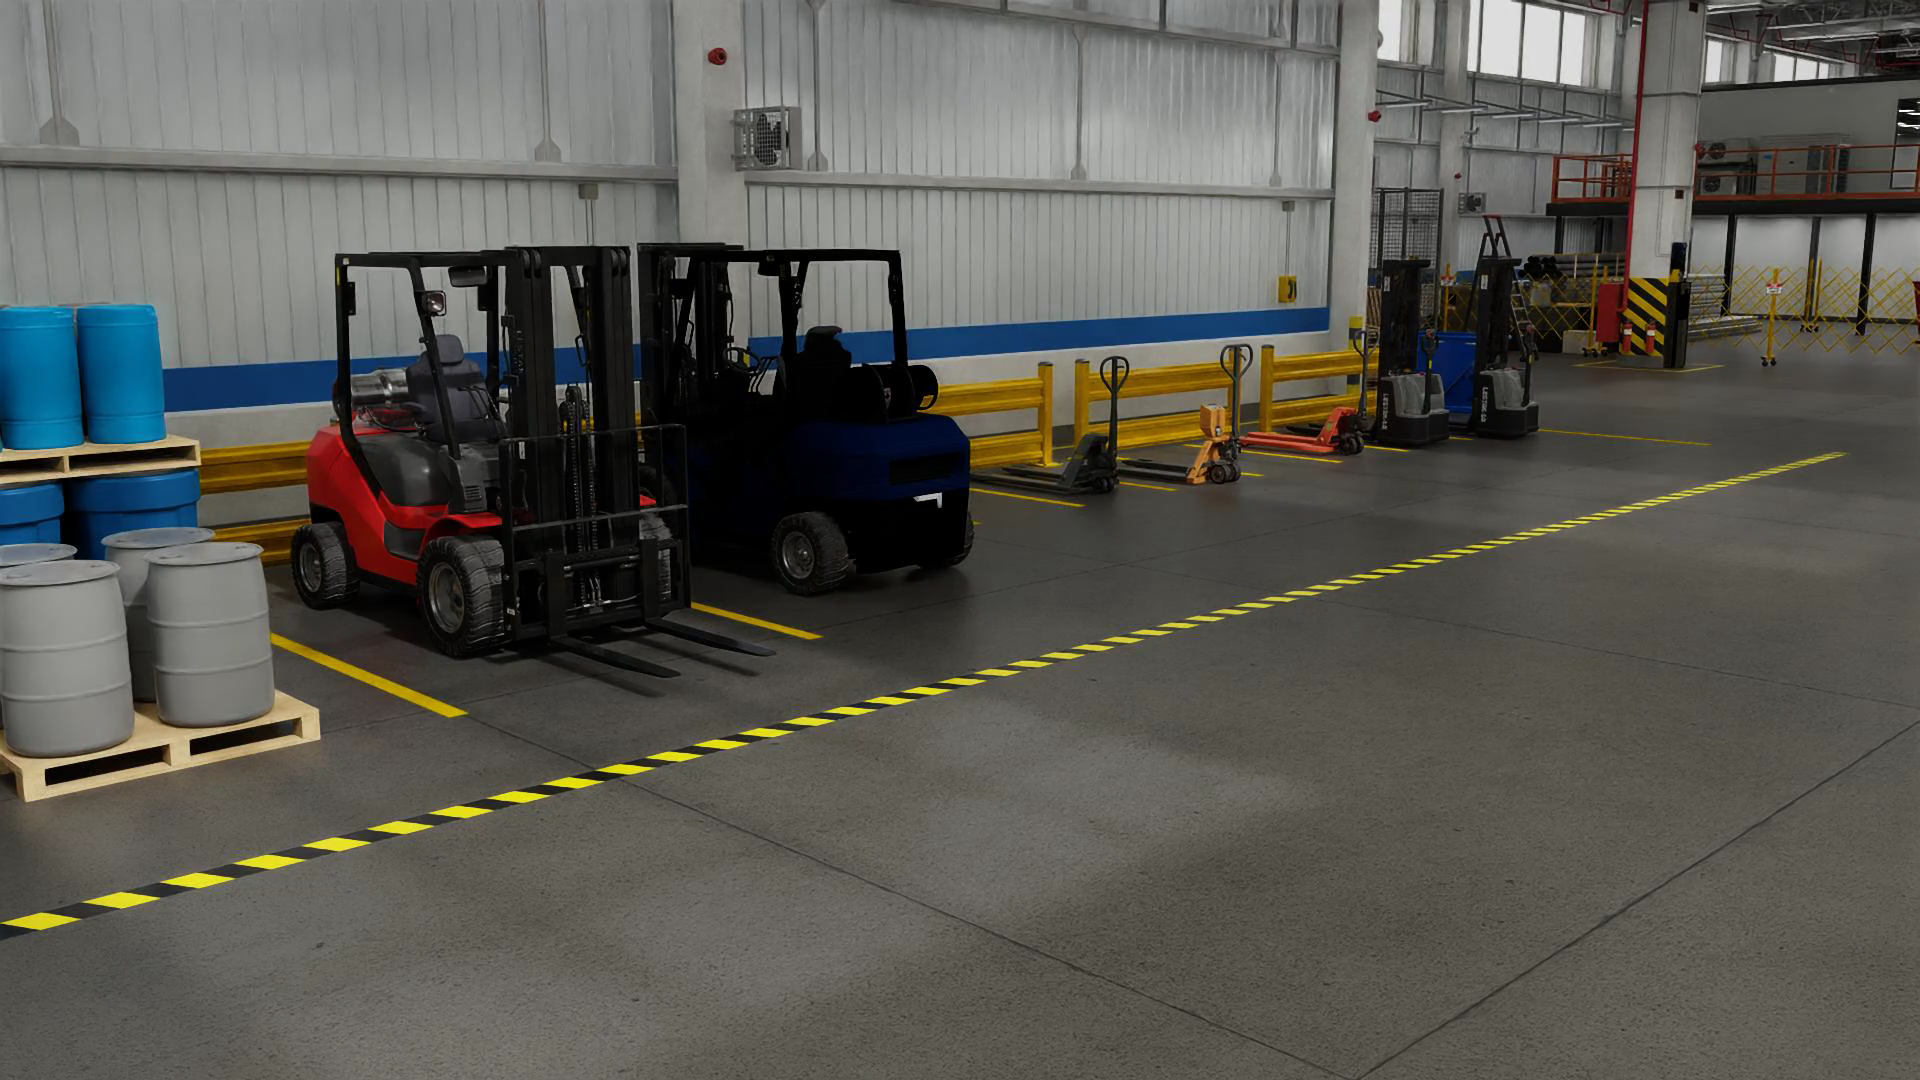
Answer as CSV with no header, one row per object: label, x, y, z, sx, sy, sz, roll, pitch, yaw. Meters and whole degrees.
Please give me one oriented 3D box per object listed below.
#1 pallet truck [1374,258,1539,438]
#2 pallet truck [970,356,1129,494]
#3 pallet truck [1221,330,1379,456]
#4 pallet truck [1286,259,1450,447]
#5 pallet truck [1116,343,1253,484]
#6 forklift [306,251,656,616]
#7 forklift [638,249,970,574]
pallet truck,5.704,-2.208,18.901,1.885,1.965,0.823,10,14,43
pallet truck,0.784,-1.085,14.876,0.680,1.201,1.601,-10,14,-44
pallet truck,3.563,-1.581,17.381,0.653,1.274,1.630,-10,14,-44
pallet truck,4.493,-2.078,18.196,0.823,1.965,1.885,-9,14,-40
pallet truck,1.962,-1.215,15.415,1.522,1.261,0.704,10,14,43
forklift,-2.833,-0.669,9.694,1.157,1.987,2.680,-10,14,-44
forklift,-1.173,-0.958,11.239,2.680,1.987,1.157,10,14,43
